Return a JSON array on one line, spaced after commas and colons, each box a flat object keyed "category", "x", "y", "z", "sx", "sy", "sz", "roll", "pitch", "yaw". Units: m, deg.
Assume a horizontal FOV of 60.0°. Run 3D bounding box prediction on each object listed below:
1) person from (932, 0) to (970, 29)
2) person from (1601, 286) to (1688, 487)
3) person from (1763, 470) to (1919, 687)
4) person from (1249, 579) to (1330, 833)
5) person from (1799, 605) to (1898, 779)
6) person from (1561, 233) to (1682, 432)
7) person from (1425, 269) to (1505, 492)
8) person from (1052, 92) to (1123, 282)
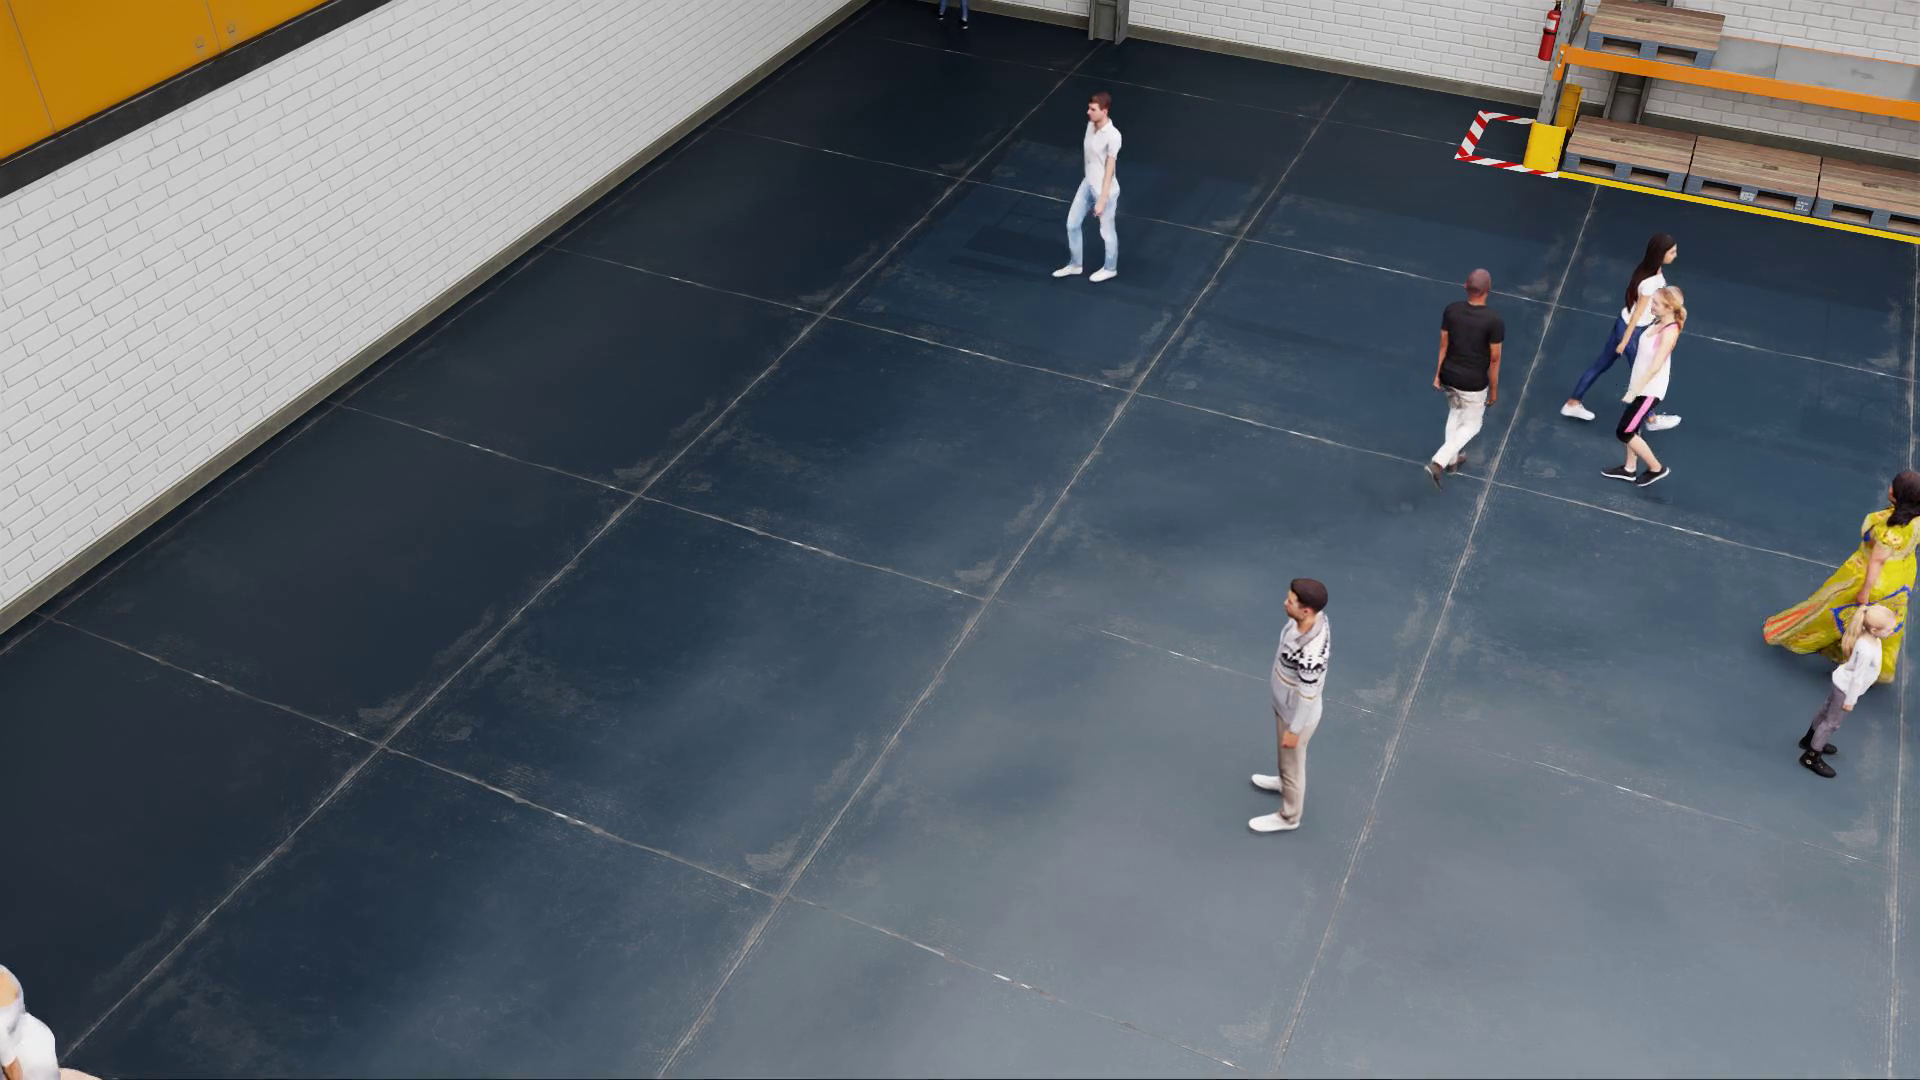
[{"category": "person", "x": -0.049, "y": -6.807, "z": 20.099, "sx": 0.773, "sy": 1.222, "sz": 0.885, "roll": -19, "pitch": 42, "yaw": -22}, {"category": "person", "x": 5.234, "y": -1.103, "z": 12.521, "sx": 0.780, "sy": 1.767, "sz": 0.678, "roll": 12, "pitch": 40, "yaw": 14}, {"category": "person", "x": 6.069, "y": 0.300, "z": 10.876, "sx": 1.116, "sy": 1.626, "sz": 1.258, "roll": -24, "pitch": 44, "yaw": -27}, {"category": "person", "x": 2.000, "y": 0.967, "z": 9.854, "sx": 0.648, "sy": 1.860, "sz": 0.741, "roll": 6, "pitch": 39, "yaw": 8}, {"category": "person", "x": 5.545, "y": 0.904, "z": 10.398, "sx": 0.476, "sy": 1.278, "sz": 0.483, "roll": 16, "pitch": 41, "yaw": 19}, {"category": "person", "x": 5.224, "y": -1.643, "z": 13.225, "sx": 1.162, "sy": 1.732, "sz": 0.723, "roll": 10, "pitch": 40, "yaw": 12}, {"category": "person", "x": 3.769, "y": -1.167, "z": 12.594, "sx": 0.965, "sy": 1.776, "sz": 1.024, "roll": -29, "pitch": 47, "yaw": -31}, {"category": "person", "x": 1.350, "y": -3.187, "z": 15.076, "sx": 0.933, "sy": 1.834, "sz": 0.897, "roll": -21, "pitch": 43, "yaw": -24}]
